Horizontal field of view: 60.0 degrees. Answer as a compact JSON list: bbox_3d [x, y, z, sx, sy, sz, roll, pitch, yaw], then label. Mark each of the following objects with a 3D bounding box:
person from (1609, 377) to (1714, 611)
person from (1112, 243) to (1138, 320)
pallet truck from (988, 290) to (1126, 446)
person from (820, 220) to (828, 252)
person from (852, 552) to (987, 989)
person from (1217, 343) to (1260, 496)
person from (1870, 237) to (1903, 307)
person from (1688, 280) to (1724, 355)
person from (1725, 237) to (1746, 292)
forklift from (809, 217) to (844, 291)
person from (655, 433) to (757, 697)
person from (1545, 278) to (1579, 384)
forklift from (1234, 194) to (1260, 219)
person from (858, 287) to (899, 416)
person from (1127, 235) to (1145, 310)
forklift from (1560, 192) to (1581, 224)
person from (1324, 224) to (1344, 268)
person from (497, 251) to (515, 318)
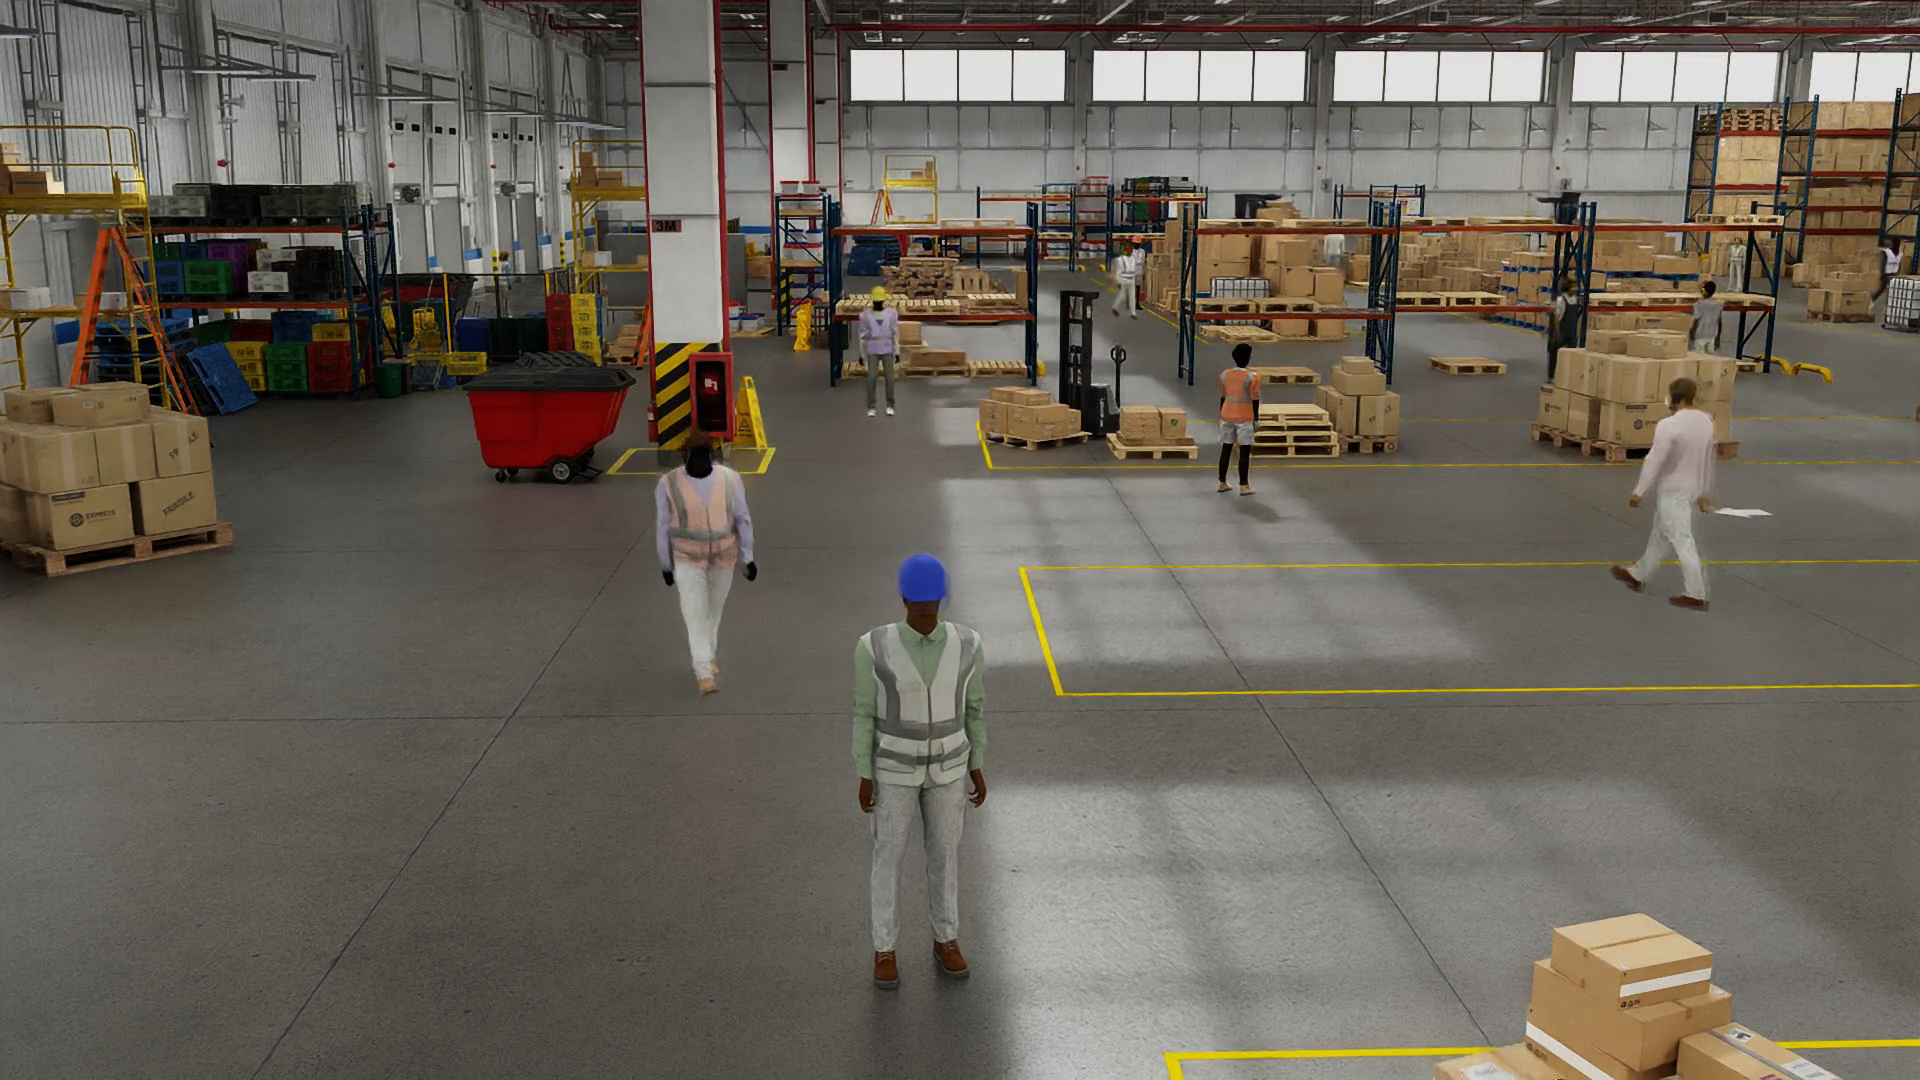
[{"bbox_3d":[5.871,-0.410,13.835,0.640,1.886,0.991,-9,16,-36],"label":"person"},{"bbox_3d":[4.051,-6.327,40.642,0.579,1.859,0.871,-6,14,-26],"label":"person"},{"bbox_3d":[1.257,-2.299,22.111,1.885,1.965,0.823,-9,15,-35],"label":"pallet truck"},{"bbox_3d":[-4.718,-10.194,57.990,0.638,1.908,0.947,-10,16,-38],"label":"person"},{"bbox_3d":[-0.173,1.001,7.323,0.602,1.949,0.389,-4,13,-16],"label":"person"},{"bbox_3d":[3.099,-1.343,18.503,0.534,1.692,0.321,11,17,41],"label":"person"},{"bbox_3d":[24.174,-6.938,43.294,0.600,1.896,0.740,-2,13,-10],"label":"person"},{"bbox_3d":[11.819,-3.180,26.389,0.533,1.864,0.310,-2,13,-8],"label":"person"},{"bbox_3d":[23.259,-8.256,49.819,0.312,1.642,0.512,-9,15,-35],"label":"person"},{"bbox_3d":[-4.375,-8.619,48.637,1.873,2.768,1.129,0,12,-2],"label":"forklift"},{"bbox_3d":[-1.750,0.152,11.515,0.637,1.794,0.951,-5,13,-22],"label":"person"},{"bbox_3d":[10.192,-3.478,27.866,0.526,1.802,0.839,-7,14,-29],"label":"person"},{"bbox_3d":[9.450,-10.045,55.072,1.129,2.768,1.873,-11,17,-41],"label":"forklift"},{"bbox_3d":[-1.200,-2.761,24.410,0.607,1.902,0.445,-2,13,-10],"label":"person"},{"bbox_3d":[4.569,-6.943,43.215,0.552,1.935,0.373,-5,13,-20],"label":"person"},{"bbox_3d":[22.003,-11.161,60.112,1.873,2.768,1.129,0,12,-2],"label":"forklift"},{"bbox_3d":[11.889,-9.089,52.939,0.642,1.928,0.452,1,13,6],"label":"person"},{"bbox_3d":[-11.180,-6.259,40.830,0.313,1.634,0.514,-10,16,-38],"label":"person"}]
